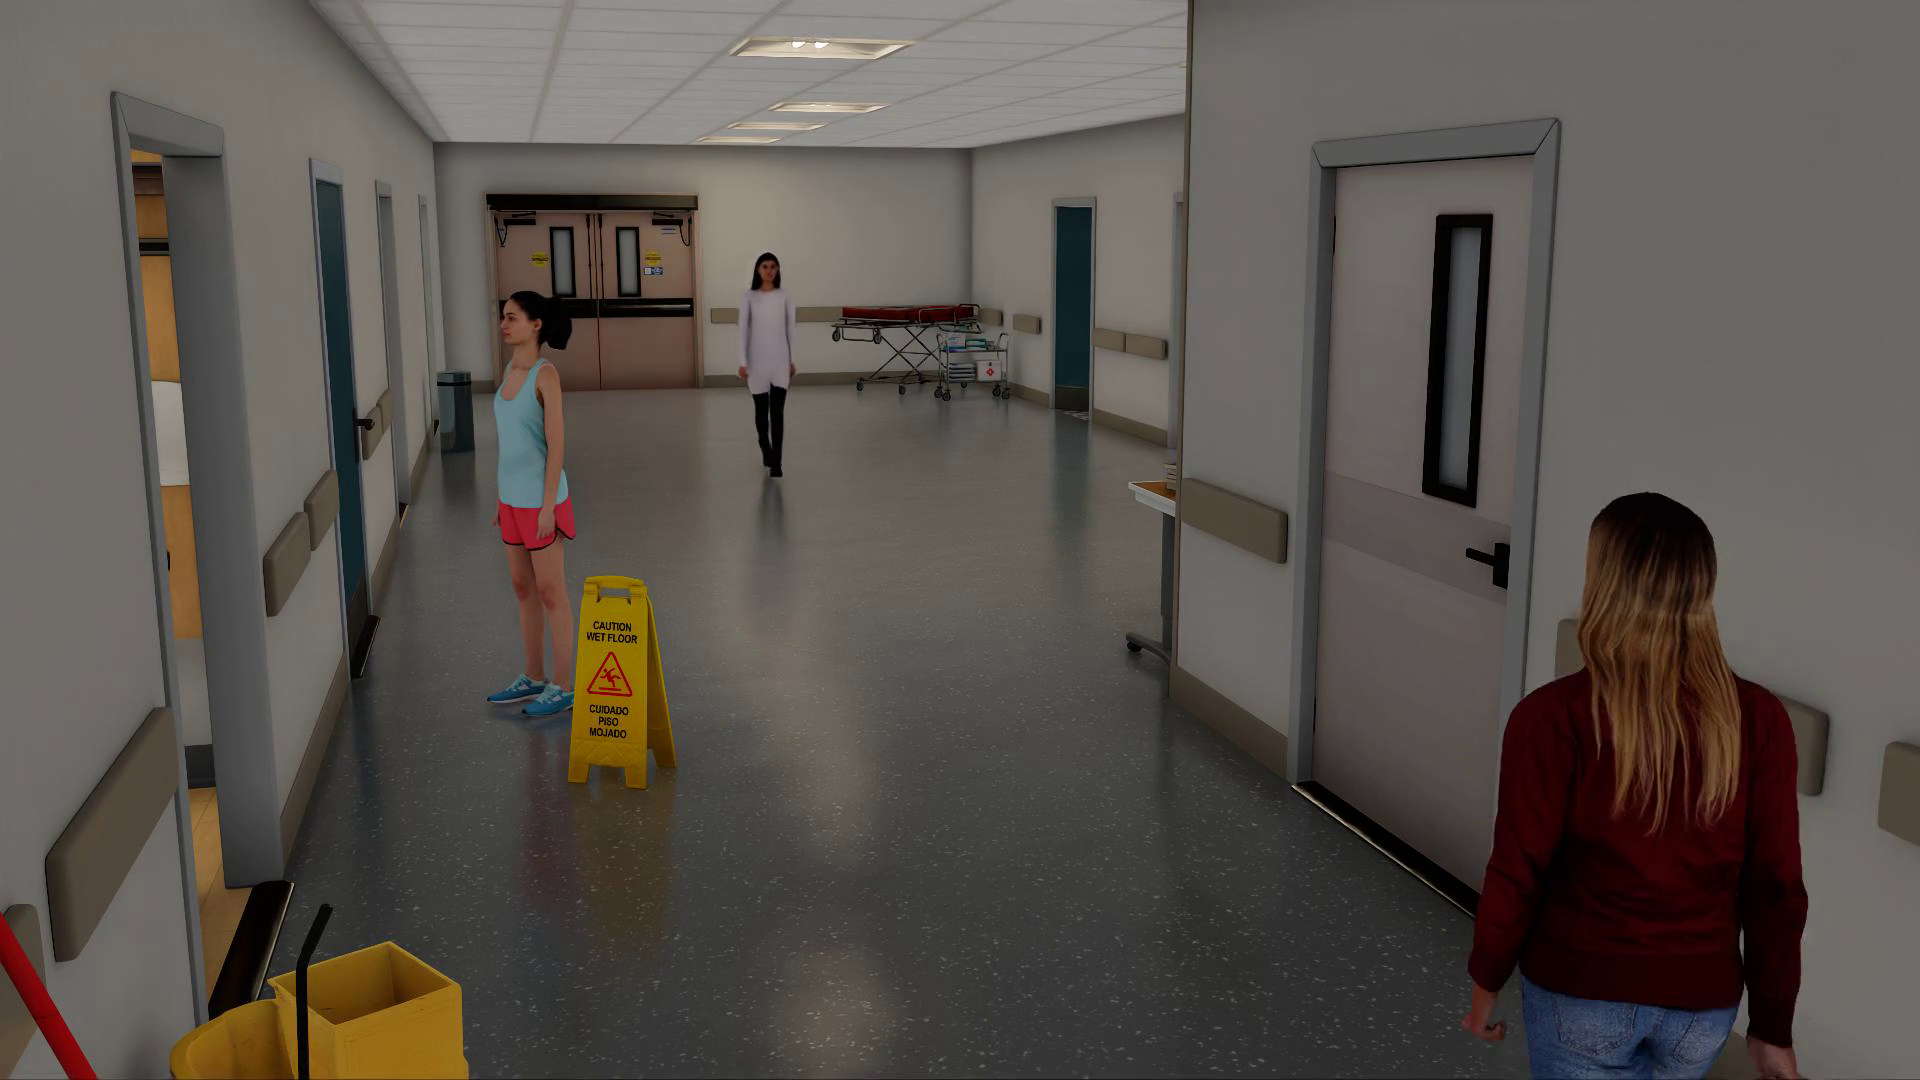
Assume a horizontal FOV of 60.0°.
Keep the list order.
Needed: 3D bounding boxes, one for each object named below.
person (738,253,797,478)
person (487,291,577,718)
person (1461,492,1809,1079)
[{"bbox_3d":[-1.562,-1.409,13.554,0.733,1.769,1.184,-1,11,-7],"label":"person"},{"bbox_3d":[-1.785,-0.154,6.945,0.749,1.765,0.666,-10,15,-43],"label":"person"},{"bbox_3d":[1.072,0.772,2.554,0.686,1.584,1.068,-2,11,-8],"label":"person"}]
